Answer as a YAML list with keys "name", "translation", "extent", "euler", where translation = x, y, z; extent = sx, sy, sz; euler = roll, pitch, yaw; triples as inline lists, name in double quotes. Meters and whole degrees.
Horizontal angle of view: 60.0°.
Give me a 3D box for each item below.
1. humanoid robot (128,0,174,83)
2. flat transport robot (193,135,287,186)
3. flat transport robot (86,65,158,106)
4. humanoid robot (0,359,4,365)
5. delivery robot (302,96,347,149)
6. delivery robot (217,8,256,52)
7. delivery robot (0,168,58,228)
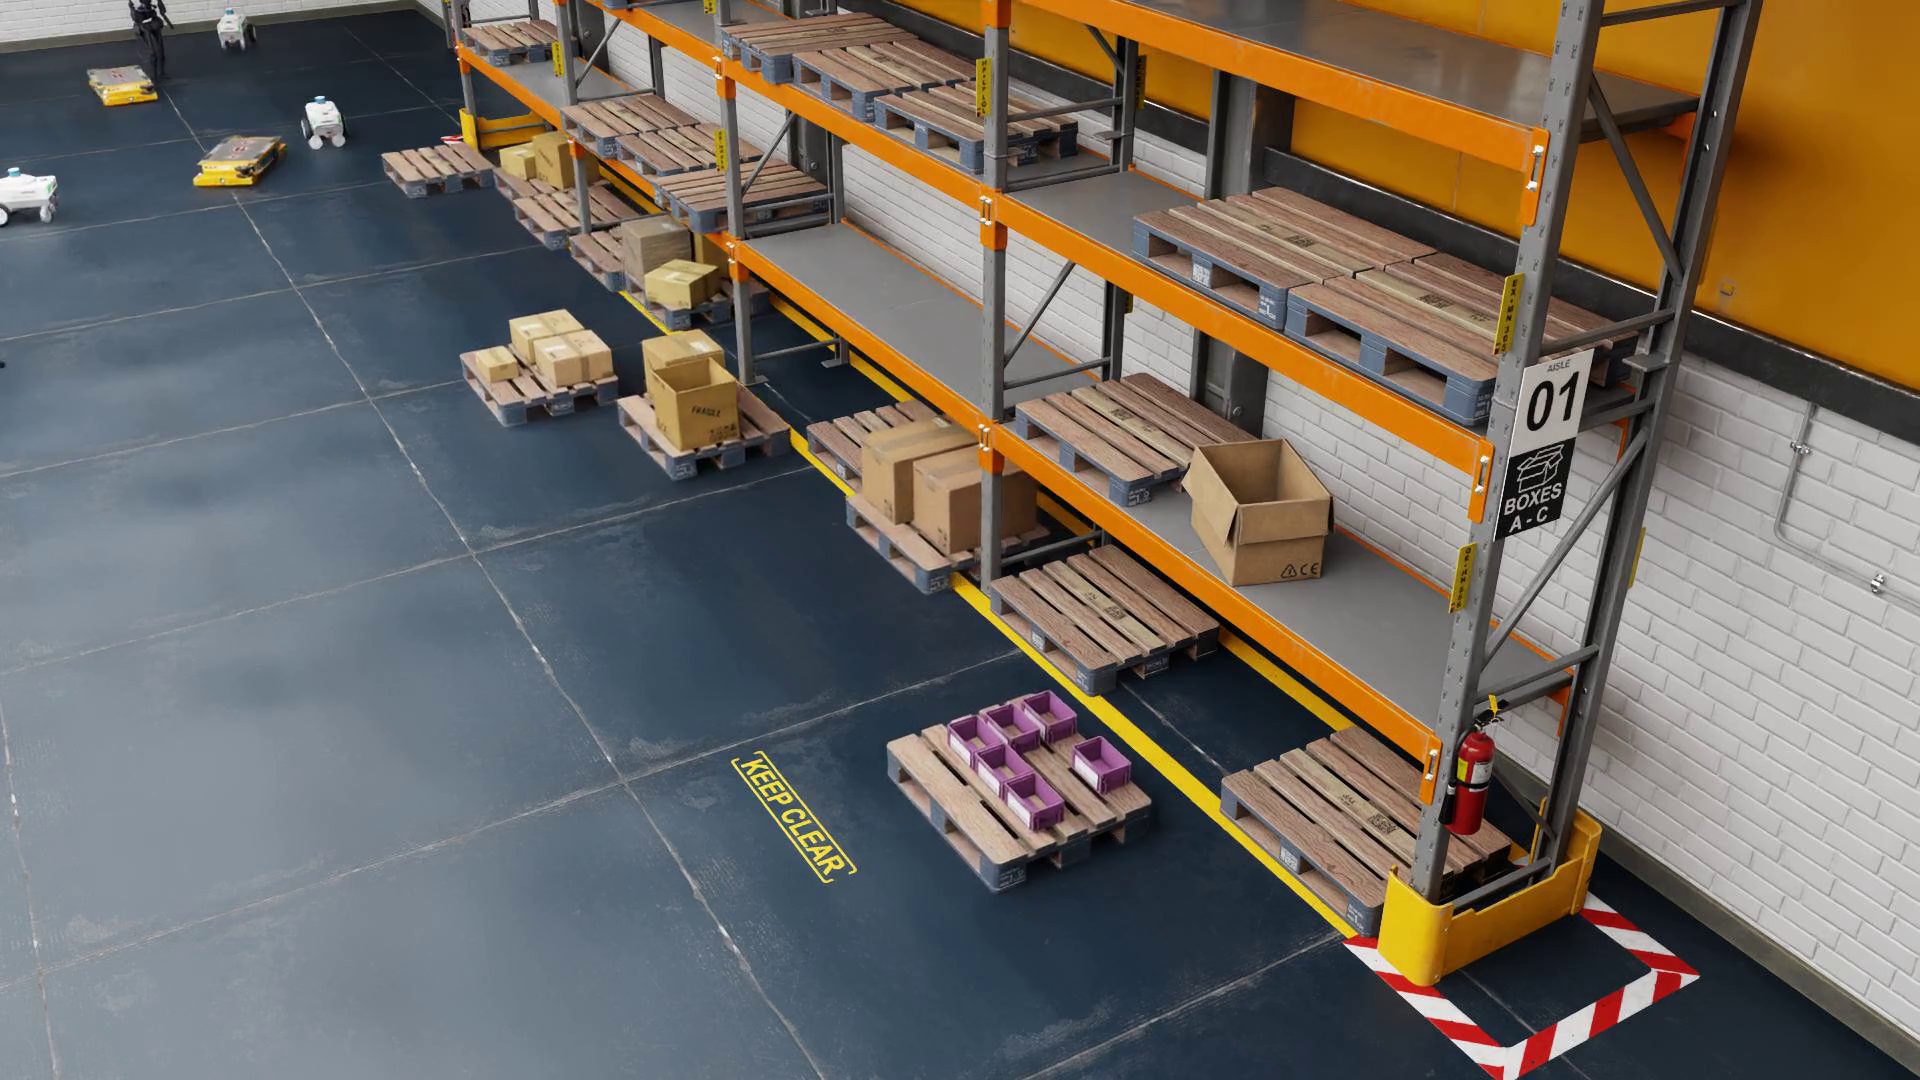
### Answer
- name: "humanoid robot"
  translation: [-11.119, -7.143, 22.815]
  extent: [0.339, 1.648, 0.591]
  euler: [12, 32, 20]
- name: "flat transport robot"
  translation: [-8.431, -4.453, 19.493]
  extent: [0.659, 0.231, 1.431]
  euler: [-2, 30, -4]
- name: "flat transport robot"
  translation: [-11.347, -6.153, 22.494]
  extent: [0.659, 0.231, 1.431]
  euler: [-18, 34, -28]
- name: "humanoid robot"
  translation: [-8.693, -2.303, 14.331]
  extent: [0.795, 1.618, 0.612]
  euler: [16, 33, 26]
- name: "delivery robot"
  translation: [-7.823, -5.143, 20.439]
  extent: [0.525, 0.612, 0.784]
  euler: [-13, 32, -22]
- name: "delivery robot"
  translation: [-10.818, -7.609, 24.763]
  extent: [0.499, 0.583, 0.767]
  euler: [-7, 30, -12]
- name: "delivery robot"
  translation: [-10.116, -3.676, 17.851]
  extent: [0.785, 0.614, 0.510]
  euler: [-8, 30, -13]
